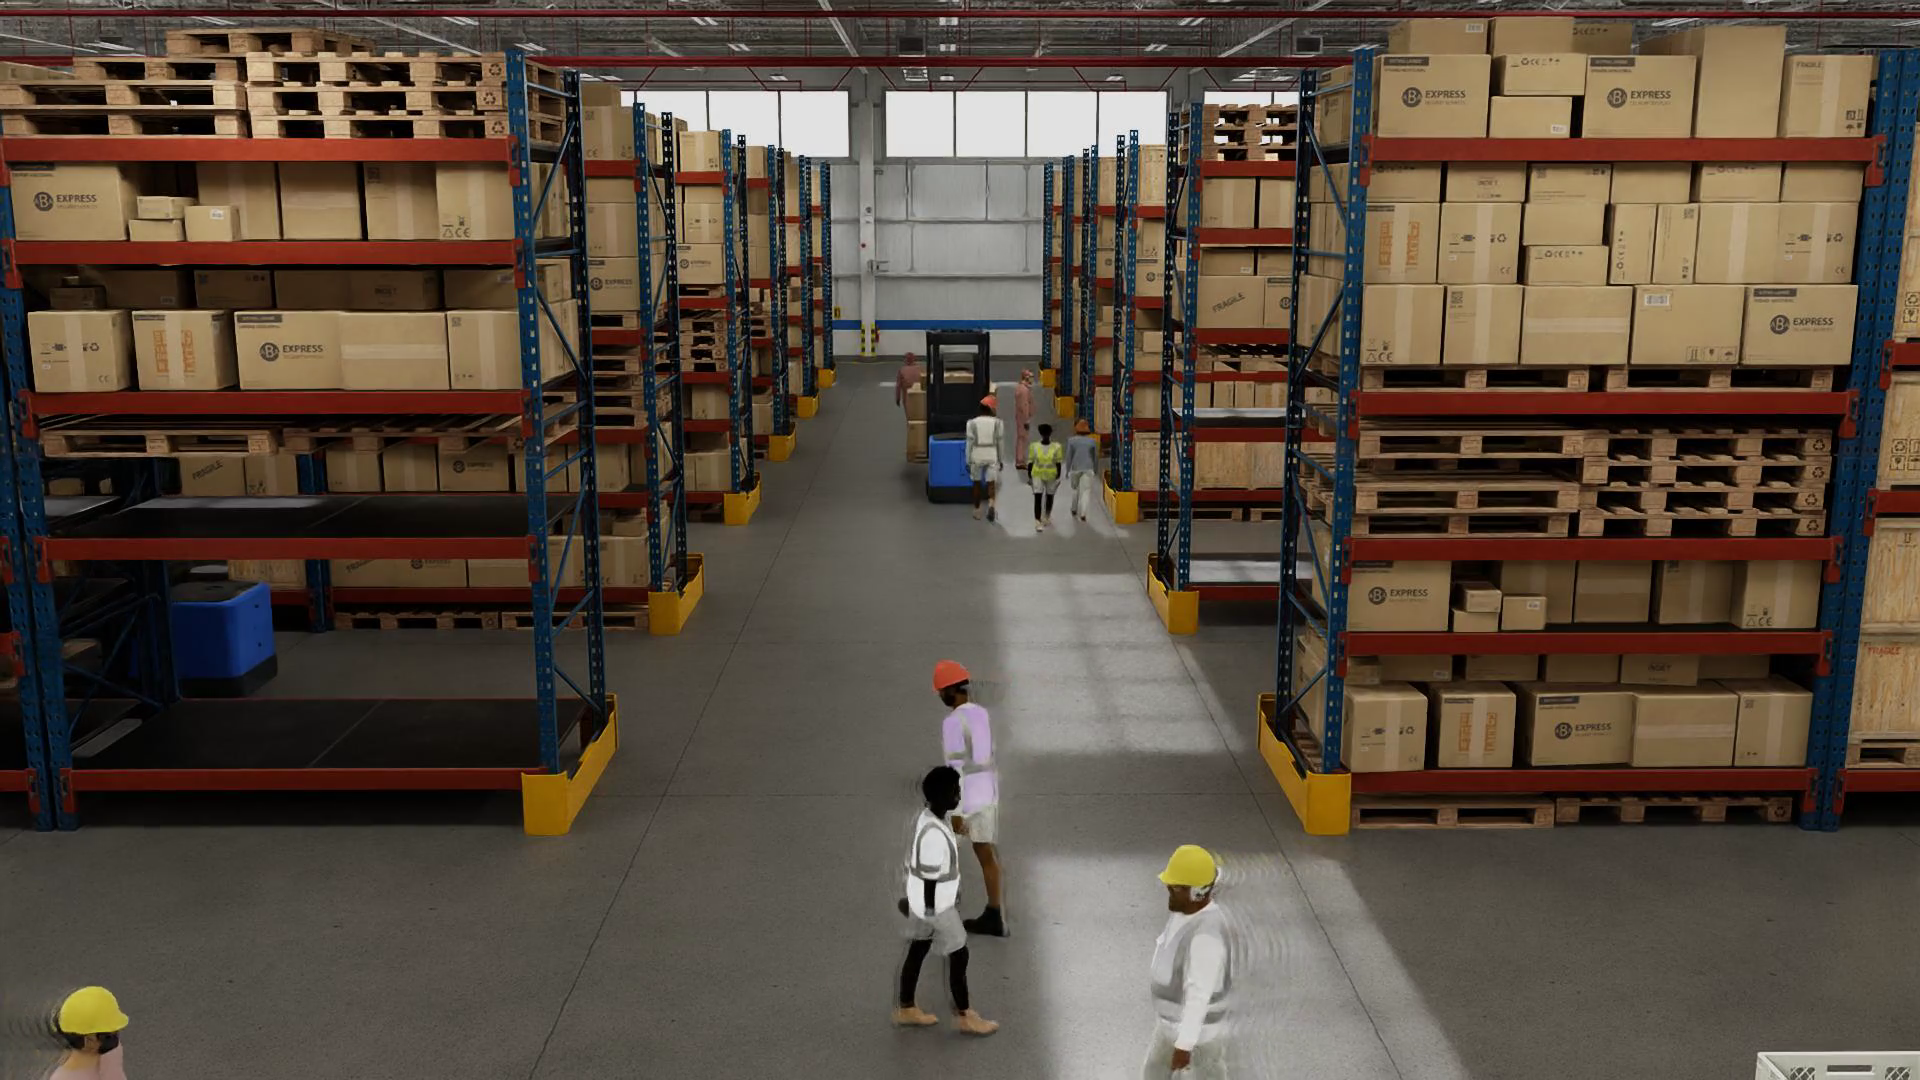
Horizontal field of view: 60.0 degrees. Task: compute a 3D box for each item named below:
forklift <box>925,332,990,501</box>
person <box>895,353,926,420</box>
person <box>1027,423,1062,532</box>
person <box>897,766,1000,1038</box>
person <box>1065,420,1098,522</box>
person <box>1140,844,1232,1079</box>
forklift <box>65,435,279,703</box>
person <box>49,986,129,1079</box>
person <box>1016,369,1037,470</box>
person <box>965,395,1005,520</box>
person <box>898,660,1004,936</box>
[{"bbox_3d":[-0.021,-2.152,28.368,1.129,2.768,1.873,0,11,-2],"label":"forklift"},{"bbox_3d":[-1.056,-3.037,35.306,0.661,1.853,0.943,-3,12,-15],"label":"person"},{"bbox_3d":[1.293,-0.992,25.585,0.547,1.677,0.545,0,11,-2],"label":"person"},{"bbox_3d":[-0.053,2.161,9.975,0.735,1.665,0.553,-1,11,-3],"label":"person"},{"bbox_3d":[1.929,-1.120,26.420,0.527,1.592,0.827,0,11,0],"label":"person"},{"bbox_3d":[1.226,2.408,8.479,0.919,1.800,0.589,-1,11,-7],"label":"person"},{"bbox_3d":[-8.089,0.188,16.767,1.873,2.768,1.129,0,11,-1],"label":"forklift"},{"bbox_3d":[-3.646,2.720,7.050,0.433,1.753,0.531,1,11,6],"label":"person"},{"bbox_3d":[1.246,-2.280,31.466,0.400,1.896,0.644,1,11,4],"label":"person"},{"bbox_3d":[0.397,-1.272,26.190,0.632,2.012,0.682,-1,11,-5],"label":"person"},{"bbox_3d":[-0.039,1.766,11.461,0.911,1.869,0.607,7,14,33],"label":"person"}]
